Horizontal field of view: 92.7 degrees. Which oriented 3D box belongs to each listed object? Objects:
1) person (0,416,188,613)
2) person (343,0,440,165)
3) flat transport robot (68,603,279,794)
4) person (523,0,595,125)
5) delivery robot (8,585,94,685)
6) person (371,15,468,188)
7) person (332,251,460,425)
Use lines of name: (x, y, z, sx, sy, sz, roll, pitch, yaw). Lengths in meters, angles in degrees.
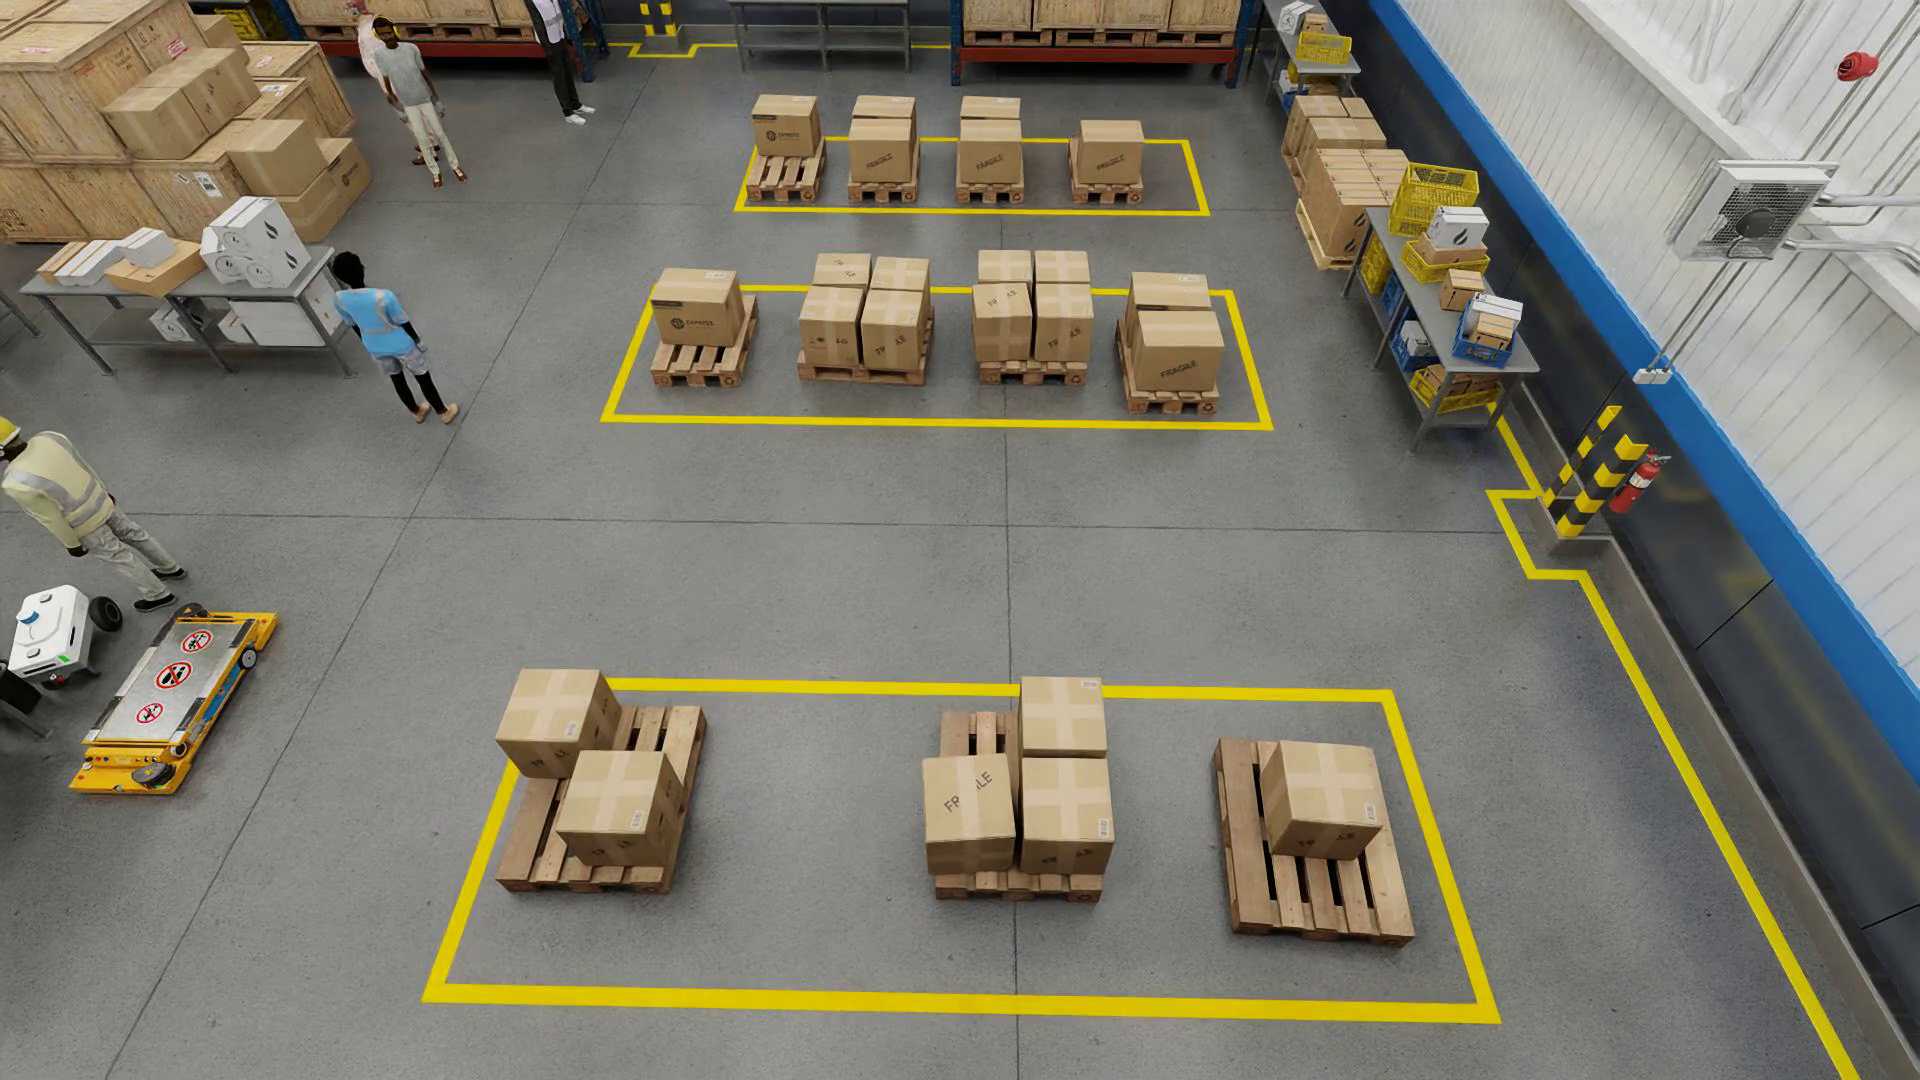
person: (-6.223, -0.184, 6.489, 0.403, 1.833, 0.591, -8, 50, -7)
person: (-6.785, -5.479, 10.923, 0.401, 1.904, 0.650, -11, 51, -9)
flat transport robot: (-5.504, 1.072, 6.442, 0.652, 0.197, 1.431, 1, 50, 1)
person: (-5.148, -6.330, 11.636, 0.392, 1.917, 0.588, 6, 50, 5)
delivery robot: (-6.487, 0.670, 6.538, 0.477, 0.478, 0.707, -20, 52, -16)
person: (-6.257, -5.029, 10.564, 0.513, 1.872, 0.328, -25, 54, -19)
person: (-4.864, -1.678, 7.846, 0.535, 1.695, 0.319, 1, 50, 1)
